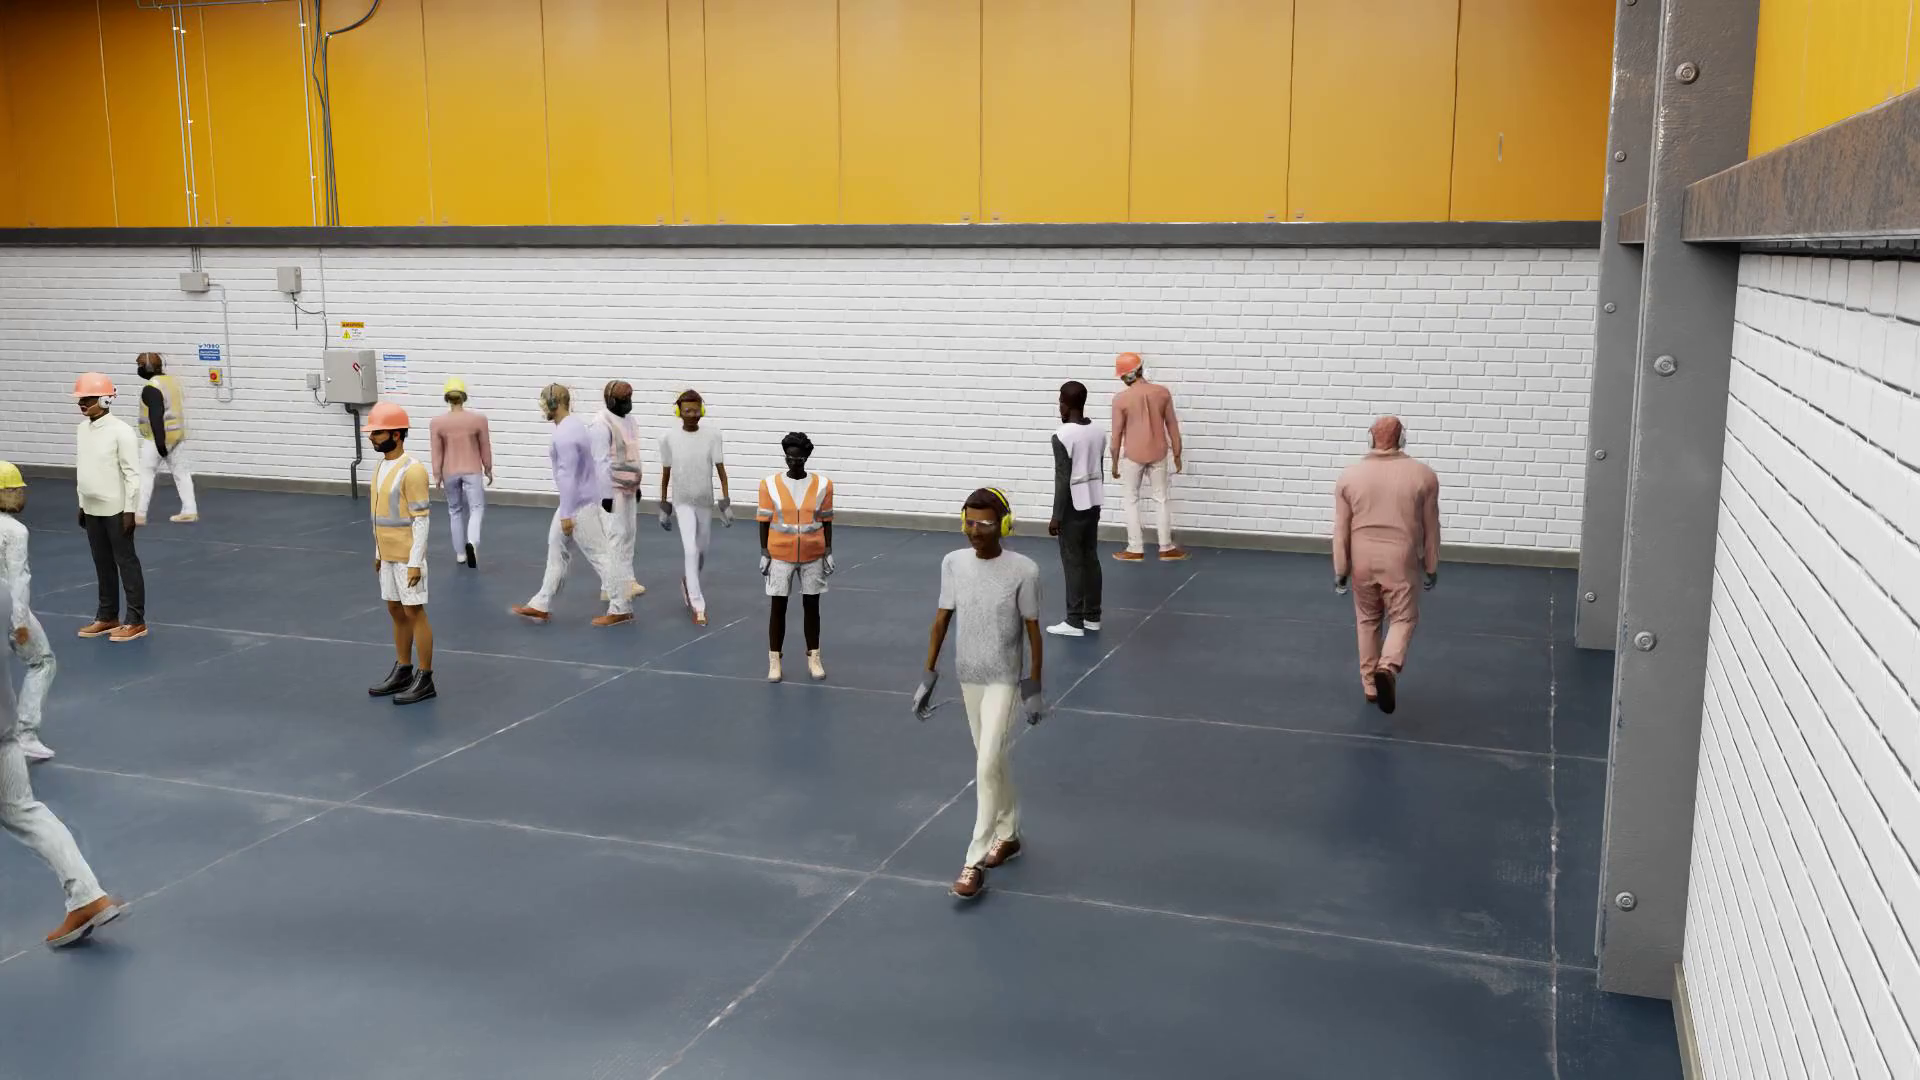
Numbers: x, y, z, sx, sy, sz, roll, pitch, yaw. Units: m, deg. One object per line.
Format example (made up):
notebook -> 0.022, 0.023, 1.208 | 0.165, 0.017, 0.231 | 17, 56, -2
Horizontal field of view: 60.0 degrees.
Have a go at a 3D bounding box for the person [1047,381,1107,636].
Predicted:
person -> 0.892, -0.236, 12.500 | 0.373, 1.914, 0.597 | 8, 13, 38

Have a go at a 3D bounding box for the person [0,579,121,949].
person -> -4.013, 0.788, 6.831 | 0.969, 1.900, 0.657 | 0, 10, 0

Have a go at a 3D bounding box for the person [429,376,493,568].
person -> -4.521, -0.610, 15.078 | 0.530, 1.745, 0.721 | -2, 10, -9

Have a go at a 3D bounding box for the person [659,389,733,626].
person -> -2.100, -0.295, 13.130 | 0.558, 1.831, 0.920 | -4, 11, -20

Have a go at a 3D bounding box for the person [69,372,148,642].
person -> -6.324, -0.245, 12.324 | 0.610, 1.996, 0.379 | 5, 11, 26

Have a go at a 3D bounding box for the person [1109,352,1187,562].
person -> 1.763, -0.764, 15.416 | 0.781, 1.953, 0.398 | -3, 10, -14

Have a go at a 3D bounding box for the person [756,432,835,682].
person -> -1.098, 0.110, 11.177 | 0.529, 1.694, 0.321 | -2, 10, -13

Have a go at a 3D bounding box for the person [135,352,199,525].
person -> -8.480, -1.058, 17.449 | 0.858, 1.809, 0.649 | -1, 10, -3

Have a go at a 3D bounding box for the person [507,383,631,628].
person -> -3.022, -0.254, 12.720 | 0.997, 1.872, 0.704 | -2, 10, -9

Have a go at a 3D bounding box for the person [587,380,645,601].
person -> -2.839, -0.421, 13.793 | 0.435, 1.828, 0.685 | 2, 10, 14

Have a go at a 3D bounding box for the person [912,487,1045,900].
person -> 0.050, 0.677, 7.572 | 0.543, 1.831, 0.871 | 7, 12, 33

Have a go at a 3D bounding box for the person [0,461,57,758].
person -> -5.369, 0.425, 9.318 | 0.499, 1.726, 0.479 | 3, 11, 17

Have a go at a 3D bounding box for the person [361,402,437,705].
person -> -3.602, 0.082, 10.646 | 0.543, 1.939, 0.362 | 10, 14, 43

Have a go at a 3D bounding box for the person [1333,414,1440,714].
person -> 2.648, 0.154, 10.412 | 0.642, 1.876, 0.726 | 5, 11, 25
